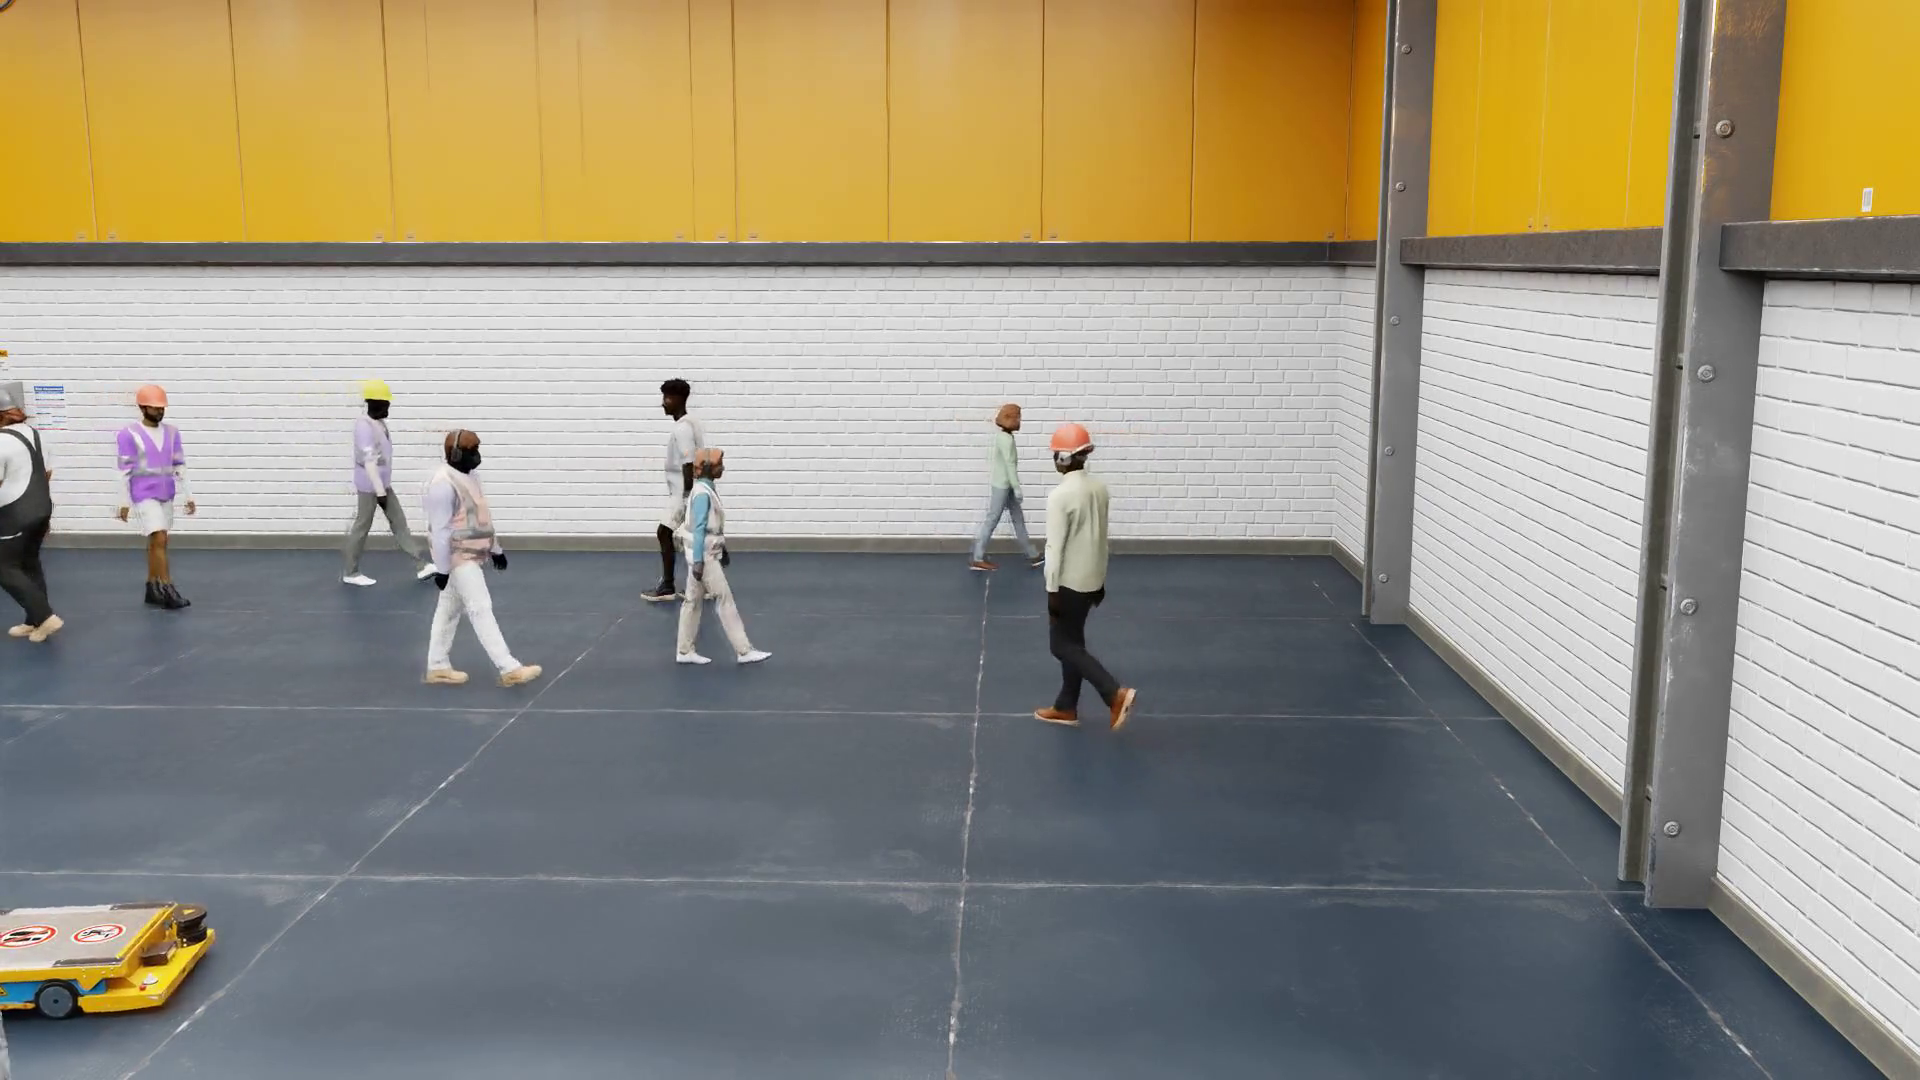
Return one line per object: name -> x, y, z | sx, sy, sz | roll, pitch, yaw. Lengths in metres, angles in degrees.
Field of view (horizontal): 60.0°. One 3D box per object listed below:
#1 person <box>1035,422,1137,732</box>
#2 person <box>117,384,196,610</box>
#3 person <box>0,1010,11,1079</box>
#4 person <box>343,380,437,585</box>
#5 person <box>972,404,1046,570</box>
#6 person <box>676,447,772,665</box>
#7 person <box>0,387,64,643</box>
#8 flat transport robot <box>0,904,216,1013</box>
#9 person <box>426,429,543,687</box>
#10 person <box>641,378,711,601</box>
person -> 0.788, 0.252, 10.383 | 0.756, 1.974, 0.624 | 7, 12, 36
person -> -6.747, -0.360, 14.119 | 0.809, 1.908, 0.578 | 5, 11, 26
person -> -2.211, 1.457, 3.674 | 0.555, 1.845, 0.429 | 6, 11, 31
person -> -5.198, -0.507, 15.069 | 0.974, 1.873, 0.619 | 0, 10, -1
person -> 0.505, -0.494, 15.850 | 0.851, 1.588, 0.521 | 0, 10, 0
person -> -1.732, 0.129, 12.123 | 0.782, 1.602, 0.545 | -1, 10, -6
person -> -7.276, -0.207, 12.850 | 0.661, 2.000, 0.697 | 0, 10, 0
flat transport robot -> -3.892, 1.713, 6.782 | 1.431, 0.197, 0.652 | -1, 10, -6
person -> -3.343, 0.129, 11.564 | 0.916, 1.797, 0.645 | 0, 10, -1
person -> -2.510, -0.429, 14.420 | 0.758, 1.940, 0.642 | -1, 10, -3
